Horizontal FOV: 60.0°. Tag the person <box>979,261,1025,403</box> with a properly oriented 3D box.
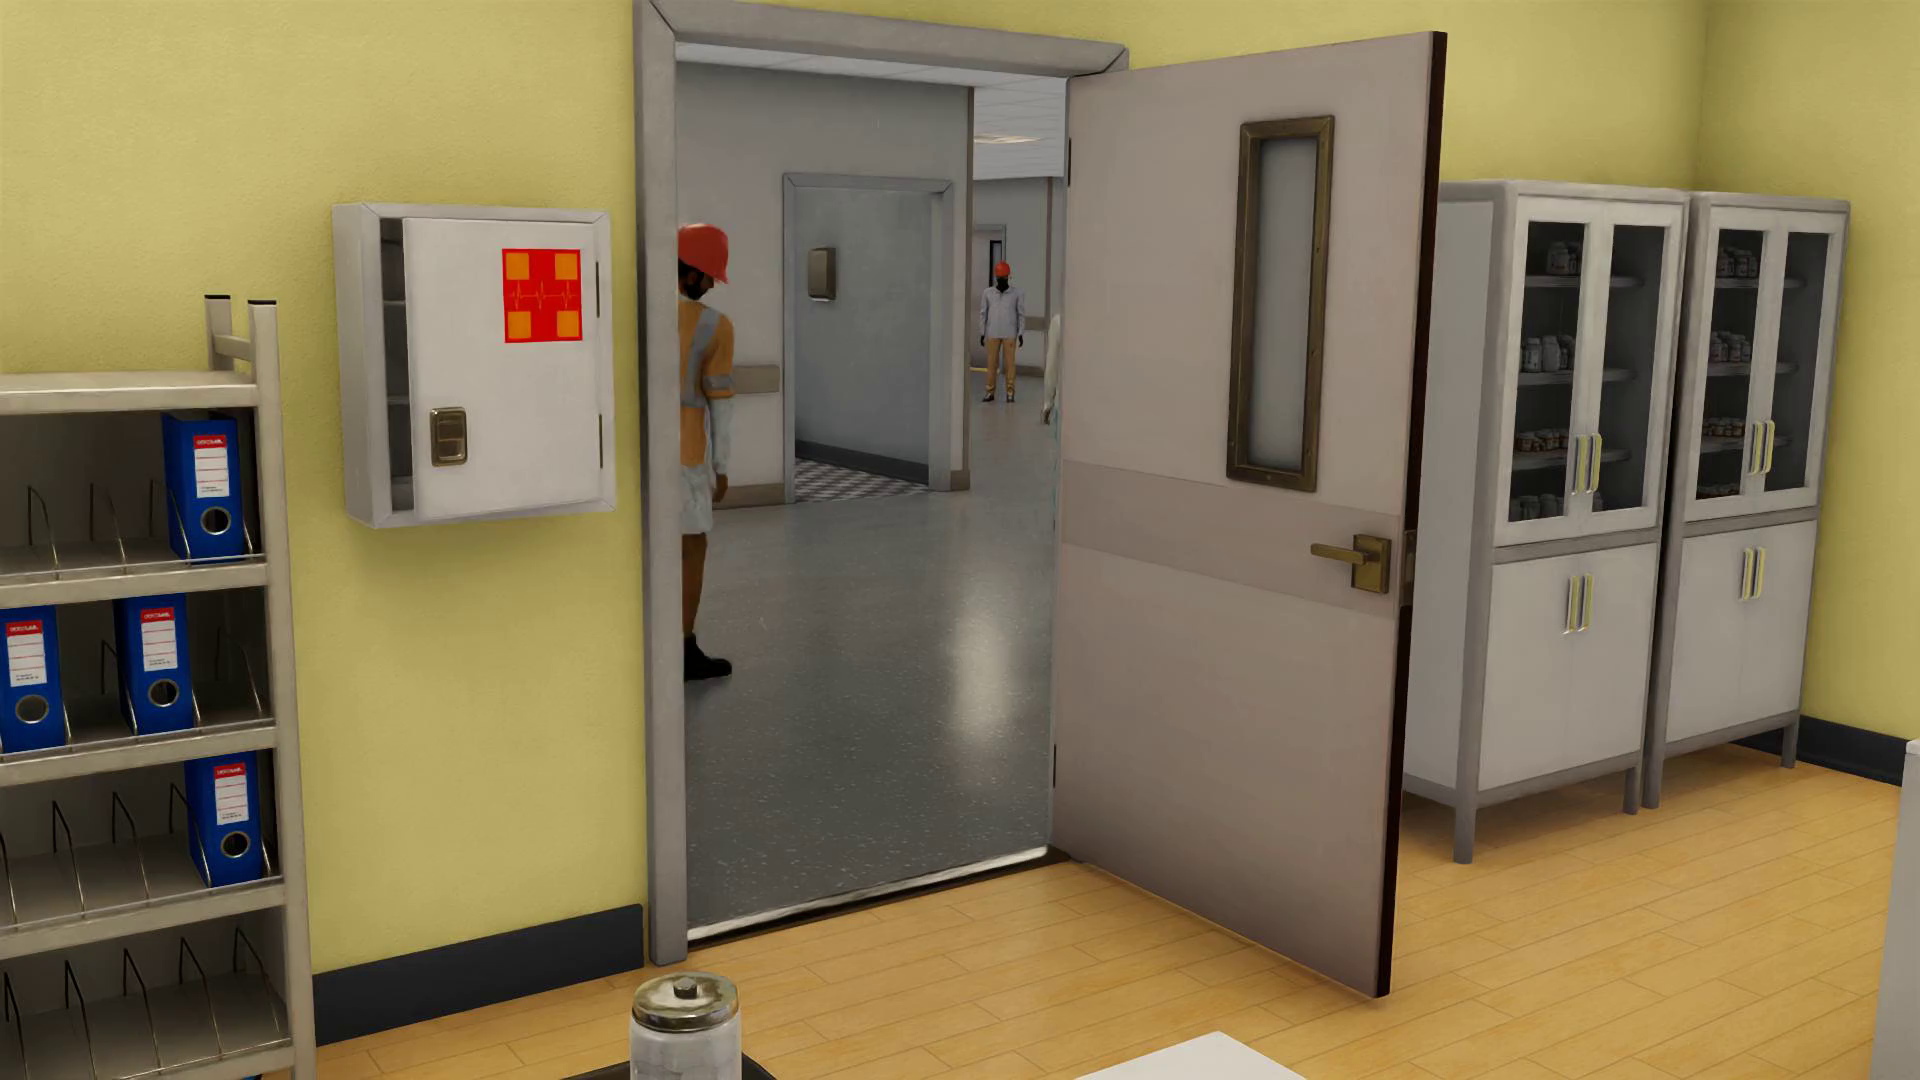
[{"bbox_3d":[0.515,-2.572,20.634,0.575,1.747,0.341,3,10,11],"label":"person"}]
